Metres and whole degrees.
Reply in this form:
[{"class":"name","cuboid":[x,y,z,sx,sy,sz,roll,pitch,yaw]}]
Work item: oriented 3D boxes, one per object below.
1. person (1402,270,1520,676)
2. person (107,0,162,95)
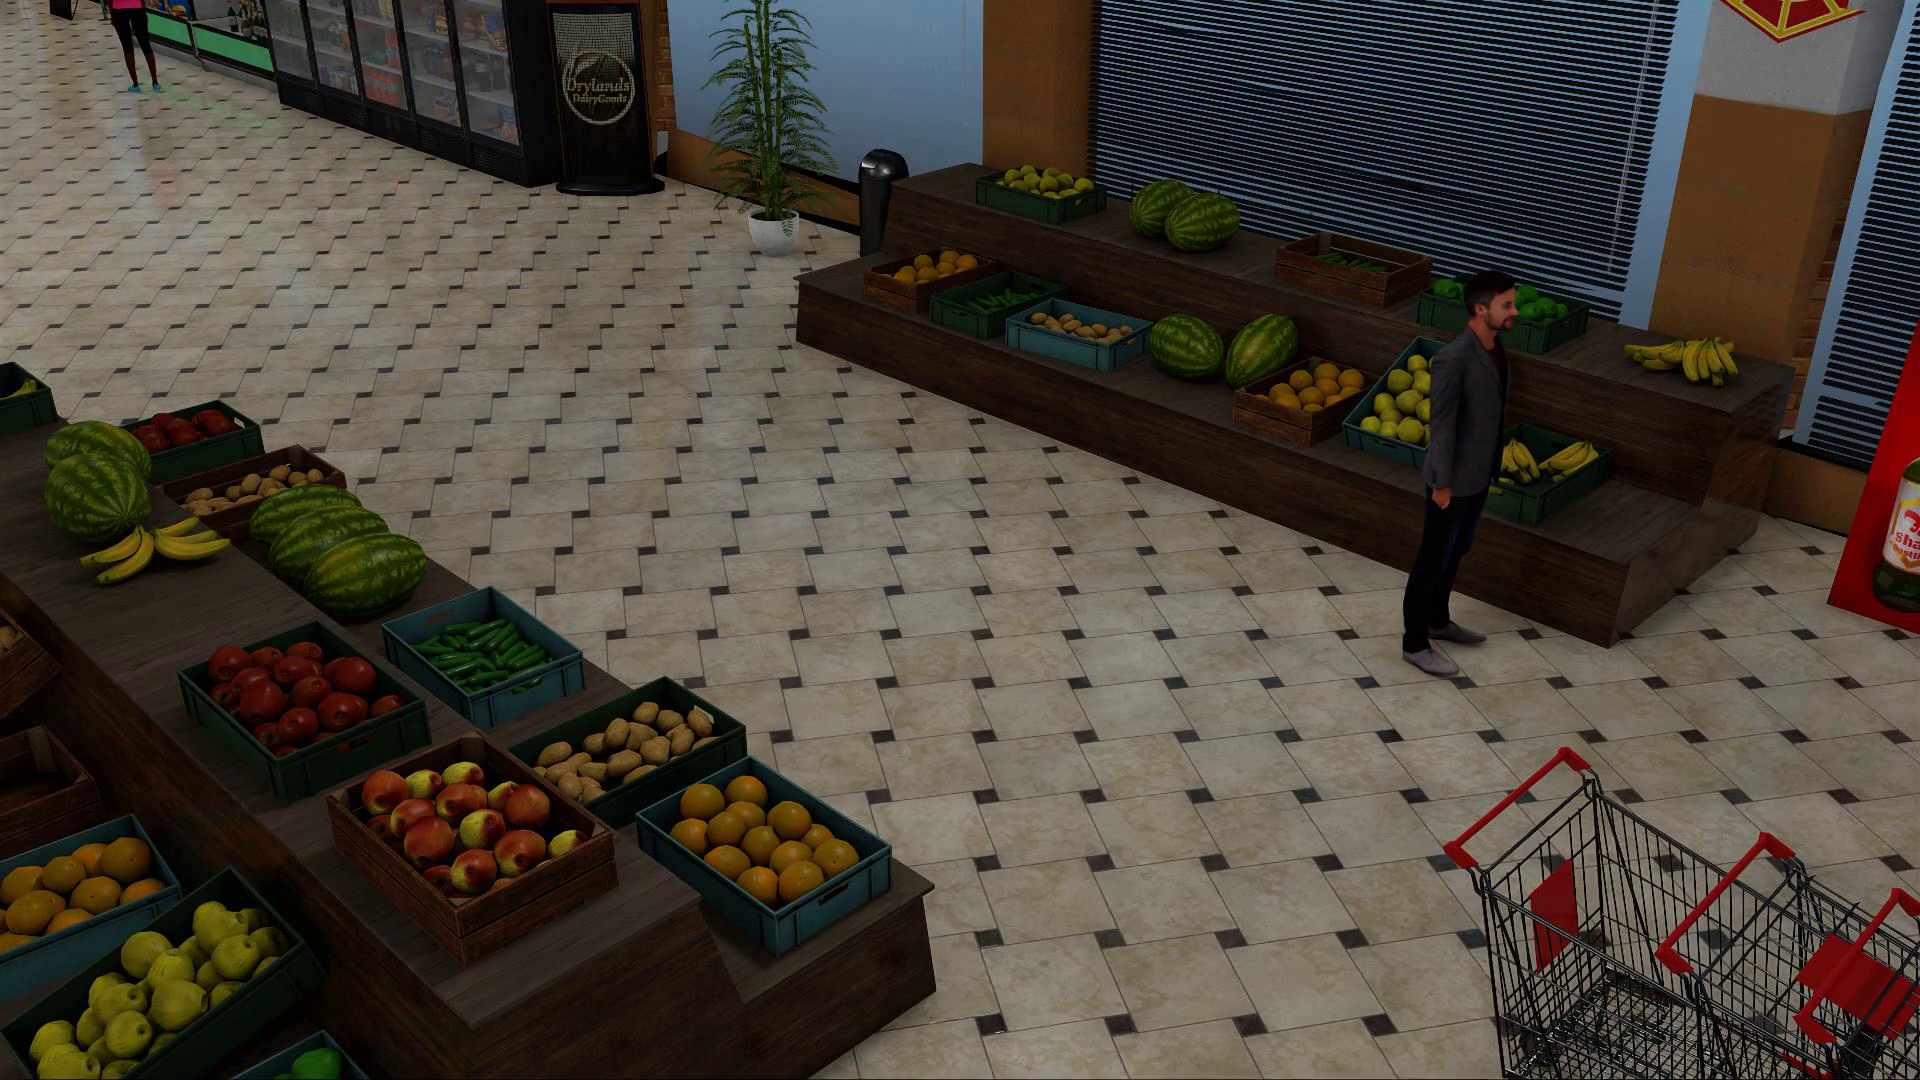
[{"class":"person","cuboid":[2.254,-0.316,7.495,0.639,1.874,0.707,19,33,33]},{"class":"person","cuboid":[-9.359,-5.925,18.720,0.577,1.724,0.582,-19,32,-32]}]
